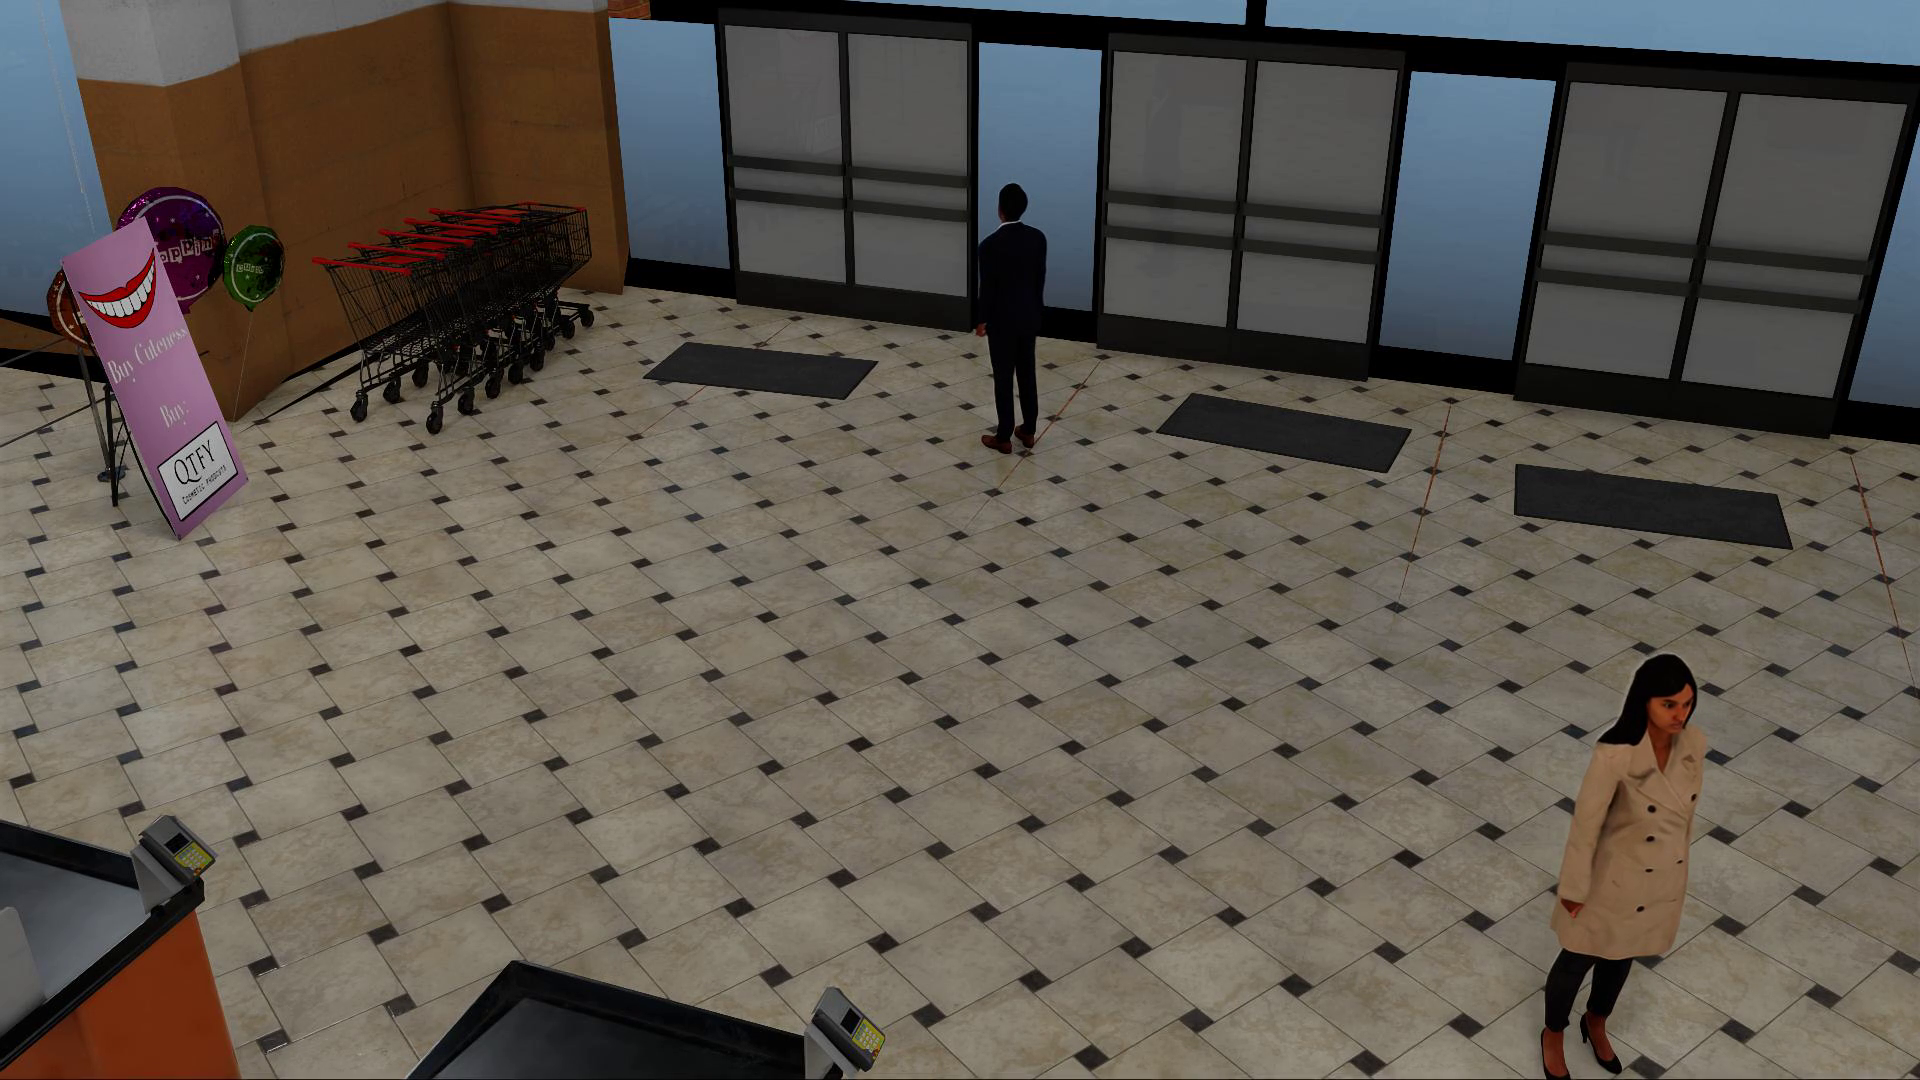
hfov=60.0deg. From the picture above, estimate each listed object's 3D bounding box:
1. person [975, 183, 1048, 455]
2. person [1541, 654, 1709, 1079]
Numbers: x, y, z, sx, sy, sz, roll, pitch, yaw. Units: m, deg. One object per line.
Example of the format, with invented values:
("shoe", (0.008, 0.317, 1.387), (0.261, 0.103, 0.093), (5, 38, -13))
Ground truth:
("person", (0.332, -1.380, 10.448), (0.691, 1.727, 0.767), (-14, 30, -25))
("person", (2.218, 1.121, 5.568), (0.723, 1.681, 0.744), (-8, 28, -16))
